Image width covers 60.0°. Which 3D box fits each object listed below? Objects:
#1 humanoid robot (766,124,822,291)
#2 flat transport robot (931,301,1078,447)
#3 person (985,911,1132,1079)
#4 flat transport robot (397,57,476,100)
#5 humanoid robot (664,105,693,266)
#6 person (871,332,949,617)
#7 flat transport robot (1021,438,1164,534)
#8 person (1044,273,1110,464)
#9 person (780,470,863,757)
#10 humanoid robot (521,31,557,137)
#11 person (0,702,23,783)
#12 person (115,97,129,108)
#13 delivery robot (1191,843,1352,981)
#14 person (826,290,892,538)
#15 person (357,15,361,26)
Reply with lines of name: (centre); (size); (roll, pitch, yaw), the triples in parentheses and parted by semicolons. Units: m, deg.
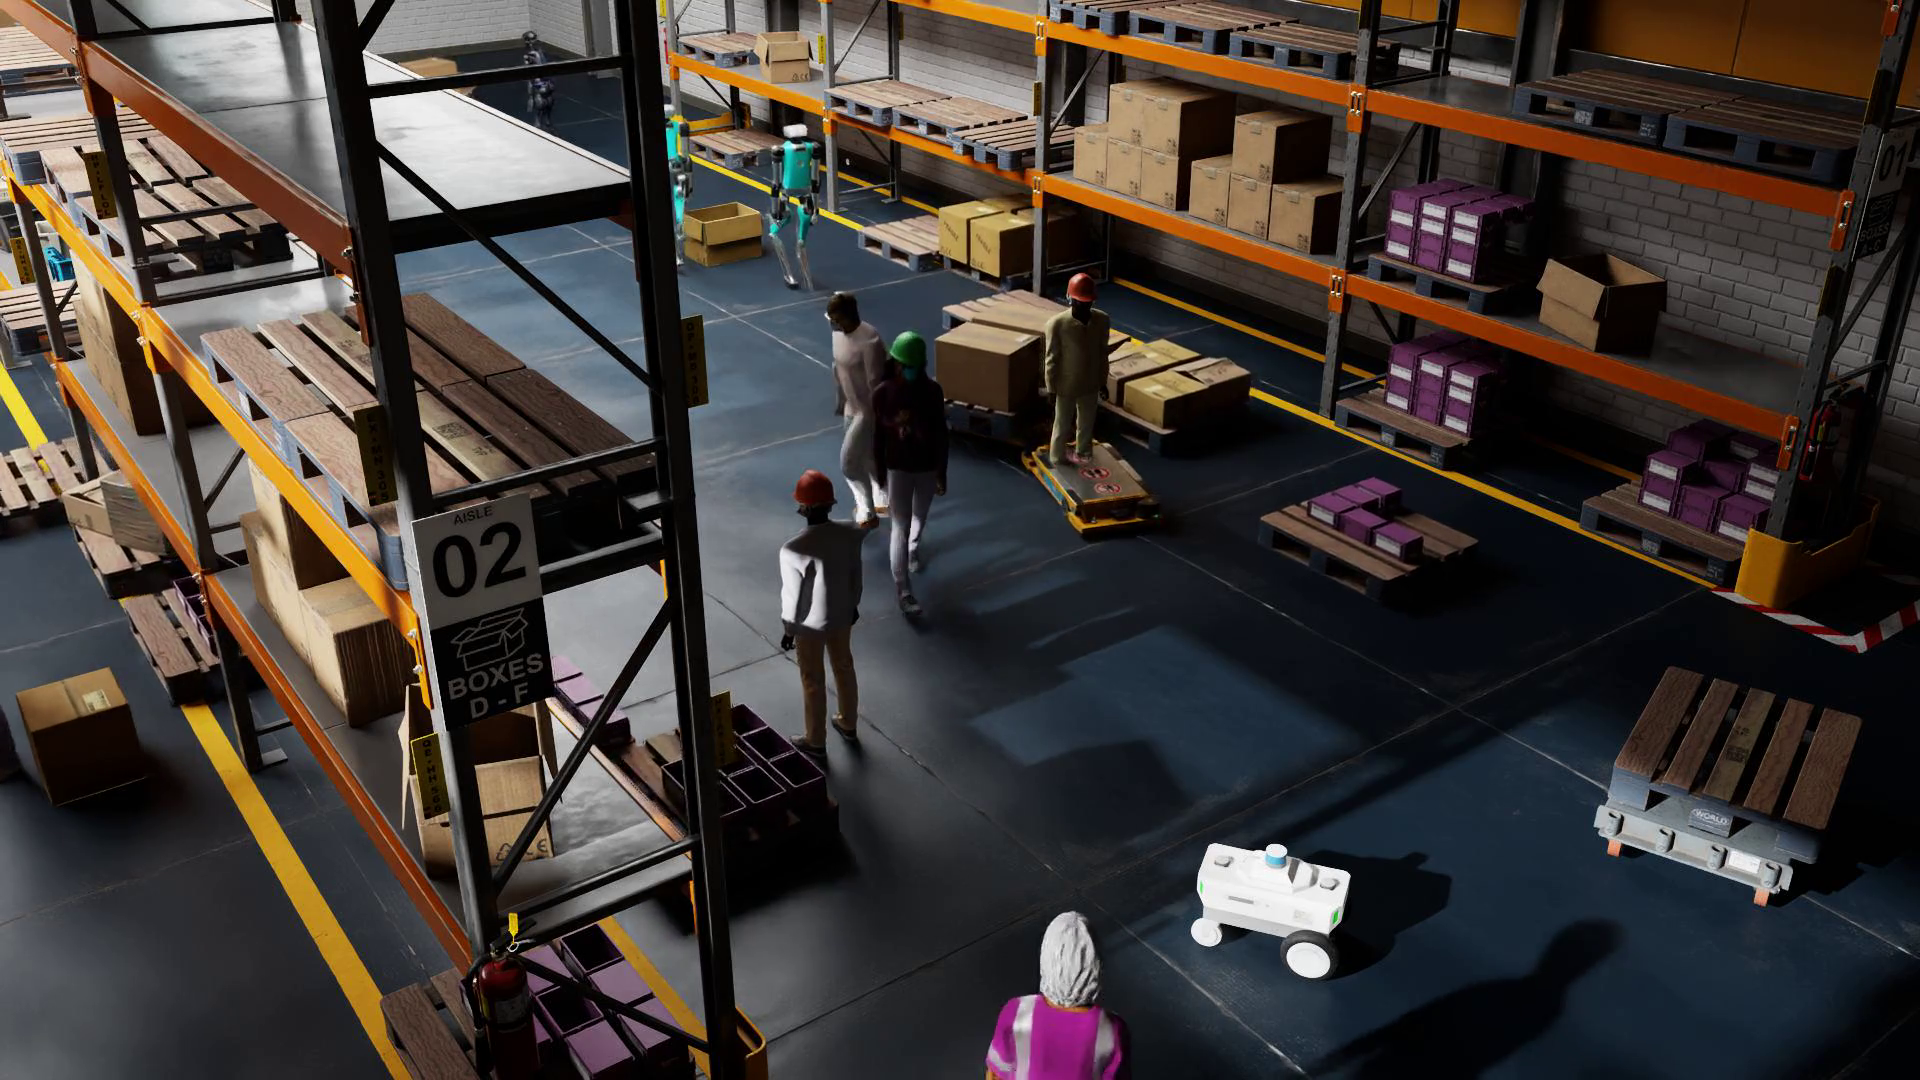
humanoid robot: (-1.764, -3.423, 17.209); (0.542, 1.827, 0.737); (-13, 29, -24)
flat transport robot: (0.314, -1.043, 14.062); (1.431, 0.231, 0.659); (15, 31, 28)
person: (0.334, 2.174, 5.982); (0.550, 1.792, 0.987); (2, 27, 4)
flat transport robot: (-7.754, -6.171, 24.261); (0.659, 0.231, 1.431); (0, 27, 1)
humanoid robot: (-3.071, -3.726, 17.760); (0.551, 1.729, 1.026); (-10, 28, -18)
person: (-0.326, -0.491, 11.177); (0.483, 1.873, 1.067); (-6, 27, -12)
flat transport robot: (1.005, -0.450, 12.882); (0.659, 0.231, 1.431); (-8, 28, -15)
person: (0.906, -1.193, 12.706); (0.562, 1.751, 0.327); (-13, 30, -24)
person: (-0.801, 0.415, 9.507); (0.572, 1.749, 0.331); (-23, 35, -38)
humanoid robot: (-5.625, -5.982, 22.334); (0.388, 1.638, 0.630); (4, 27, 8)
person: (-5.605, 0.509, 9.168); (0.662, 1.895, 0.397); (22, 34, 36)
person: (-10.601, -5.511, 21.030); (0.392, 1.992, 0.620); (-18, 32, -32)
delivery robot: (1.541, 1.767, 8.158); (0.802, 0.598, 0.499); (9, 28, 18)
person: (-0.716, -0.907, 11.988); (0.652, 1.883, 0.720); (-13, 30, -25)
person: (-8.089, -6.086, 22.283); (0.593, 1.906, 0.444); (24, 35, 39)
